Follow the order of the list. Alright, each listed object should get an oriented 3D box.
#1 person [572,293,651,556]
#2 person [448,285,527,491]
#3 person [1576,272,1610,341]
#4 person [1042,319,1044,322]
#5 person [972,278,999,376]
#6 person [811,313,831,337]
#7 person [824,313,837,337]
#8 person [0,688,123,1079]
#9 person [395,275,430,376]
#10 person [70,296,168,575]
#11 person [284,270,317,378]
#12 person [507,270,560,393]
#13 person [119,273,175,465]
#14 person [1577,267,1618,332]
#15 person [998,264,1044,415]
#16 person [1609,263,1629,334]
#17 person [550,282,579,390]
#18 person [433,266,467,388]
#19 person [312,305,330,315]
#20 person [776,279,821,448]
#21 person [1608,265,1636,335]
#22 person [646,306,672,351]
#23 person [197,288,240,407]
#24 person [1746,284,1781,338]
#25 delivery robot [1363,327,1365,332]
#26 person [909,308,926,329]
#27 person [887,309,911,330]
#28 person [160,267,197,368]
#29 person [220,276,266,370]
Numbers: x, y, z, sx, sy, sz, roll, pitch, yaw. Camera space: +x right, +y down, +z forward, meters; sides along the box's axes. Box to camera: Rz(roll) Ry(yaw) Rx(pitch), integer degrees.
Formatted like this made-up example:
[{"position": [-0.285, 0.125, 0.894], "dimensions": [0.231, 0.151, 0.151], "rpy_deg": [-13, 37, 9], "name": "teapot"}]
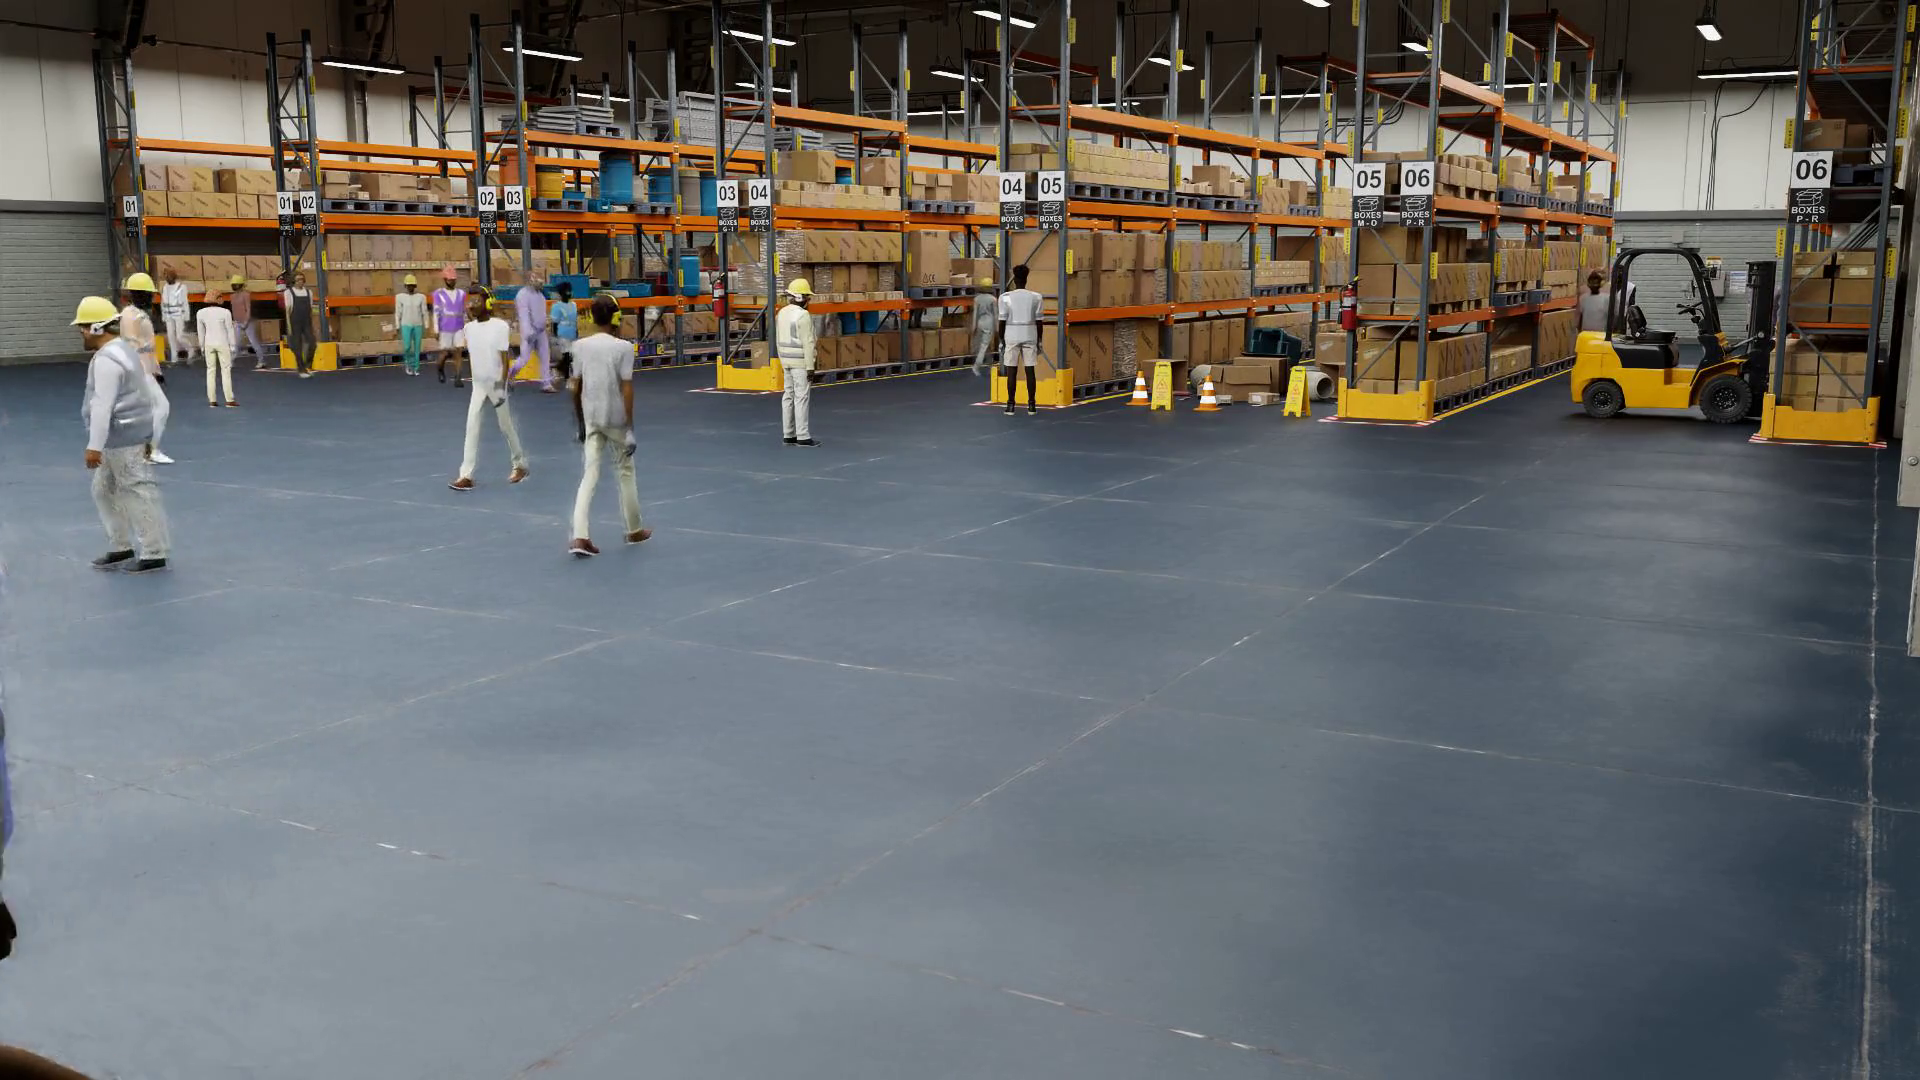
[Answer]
[{"position": [-2.497, -0.814, 11.661], "dimensions": [0.538, 1.827, 0.967], "rpy_deg": [3, 10, 15], "name": "person"}, {"position": [-4.225, -1.367, 14.919], "dimensions": [0.517, 1.822, 0.995], "rpy_deg": [3, 10, 16], "name": "person"}, {"position": [9.537, -3.097, 24.977], "dimensions": [0.516, 1.842, 0.715], "rpy_deg": [8, 12, 38], "name": "person"}, {"position": [1.078, -3.539, 26.996], "dimensions": [0.608, 2.036, 0.397], "rpy_deg": [5, 11, 29], "name": "person"}, {"position": [0.439, -3.705, 28.892], "dimensions": [0.490, 1.702, 0.886], "rpy_deg": [7, 12, 35], "name": "person"}, {"position": [-2.591, -3.901, 29.402], "dimensions": [0.634, 1.933, 0.372], "rpy_deg": [0, 10, 1], "name": "person"}, {"position": [-2.580, -4.162, 31.841], "dimensions": [0.514, 1.615, 0.461], "rpy_deg": [8, 12, 39], "name": "person"}, {"position": [-1.961, 0.572, 3.248], "dimensions": [0.628, 1.920, 0.551], "rpy_deg": [-9, 13, -41], "name": "person"}, {"position": [-9.454, -3.707, 28.772], "dimensions": [0.552, 1.745, 0.553], "rpy_deg": [-6, 11, -30], "name": "person"}, {"position": [-5.512, -0.665, 10.793], "dimensions": [0.648, 1.804, 0.606], "rpy_deg": [-3, 10, -18], "name": "person"}, {"position": [-11.165, -3.645, 28.193], "dimensions": [0.518, 1.825, 0.487], "rpy_deg": [-9, 13, -43], "name": "person"}, {"position": [-6.514, -3.148, 25.169], "dimensions": [0.850, 1.873, 0.646], "rpy_deg": [4, 10, 22], "name": "person"}, {"position": [-8.052, -1.688, 16.525], "dimensions": [0.578, 1.908, 0.587], "rpy_deg": [-4, 10, -20], "name": "person"}, {"position": [11.004, -3.751, 28.709], "dimensions": [0.651, 1.871, 0.916], "rpy_deg": [5, 11, 26], "name": "person"}, {"position": [0.791, -2.610, 21.741], "dimensions": [0.607, 1.966, 0.367], "rpy_deg": [-1, 10, -5], "name": "person"}, {"position": [13.963, -4.900, 35.308], "dimensions": [0.661, 1.908, 0.485], "rpy_deg": [-5, 11, -25], "name": "person"}, {"position": [-6.191, -3.181, 25.905], "dimensions": [0.564, 1.682, 0.541], "rpy_deg": [5, 11, 26], "name": "person"}, {"position": [-8.087, -3.374, 26.366], "dimensions": [0.545, 1.921, 0.626], "rpy_deg": [-8, 12, -37], "name": "person"}, {"position": [-12.972, -4.556, 33.496], "dimensions": [0.624, 1.844, 0.429], "rpy_deg": [1, 10, 6], "name": "person"}, {"position": [-1.751, -1.919, 18.090], "dimensions": [0.404, 1.827, 0.600], "rpy_deg": [-7, 12, -37], "name": "person"}, {"position": [11.883, -4.015, 30.097], "dimensions": [0.593, 1.921, 0.388], "rpy_deg": [6, 11, 32], "name": "person"}, {"position": [-6.200, -4.533, 34.061], "dimensions": [0.540, 1.587, 0.848], "rpy_deg": [5, 11, 29], "name": "person"}, {"position": [-10.211, -2.639, 22.878], "dimensions": [0.499, 1.634, 0.279], "rpy_deg": [0, 10, 2], "name": "person"}, {"position": [13.941, -3.792, 28.803], "dimensions": [0.585, 1.921, 0.392], "rpy_deg": [5, 11, 28], "name": "person"}, {"position": [9.136, -4.651, 37.541], "dimensions": [0.707, 0.478, 0.477], "rpy_deg": [-2, 10, -10], "name": "delivery robot"}, {"position": [-0.980, -5.153, 36.601], "dimensions": [0.618, 1.981, 0.503], "rpy_deg": [4, 10, 22], "name": "person"}, {"position": [-1.173, -4.455, 32.314], "dimensions": [0.615, 2.041, 0.391], "rpy_deg": [9, 13, 43], "name": "person"}, {"position": [-14.608, -4.151, 31.032], "dimensions": [0.600, 1.873, 0.559], "rpy_deg": [3, 10, 15], "name": "person"}, {"position": [-13.189, -3.990, 30.561], "dimensions": [0.529, 1.719, 0.925], "rpy_deg": [3, 10, 19], "name": "person"}]
